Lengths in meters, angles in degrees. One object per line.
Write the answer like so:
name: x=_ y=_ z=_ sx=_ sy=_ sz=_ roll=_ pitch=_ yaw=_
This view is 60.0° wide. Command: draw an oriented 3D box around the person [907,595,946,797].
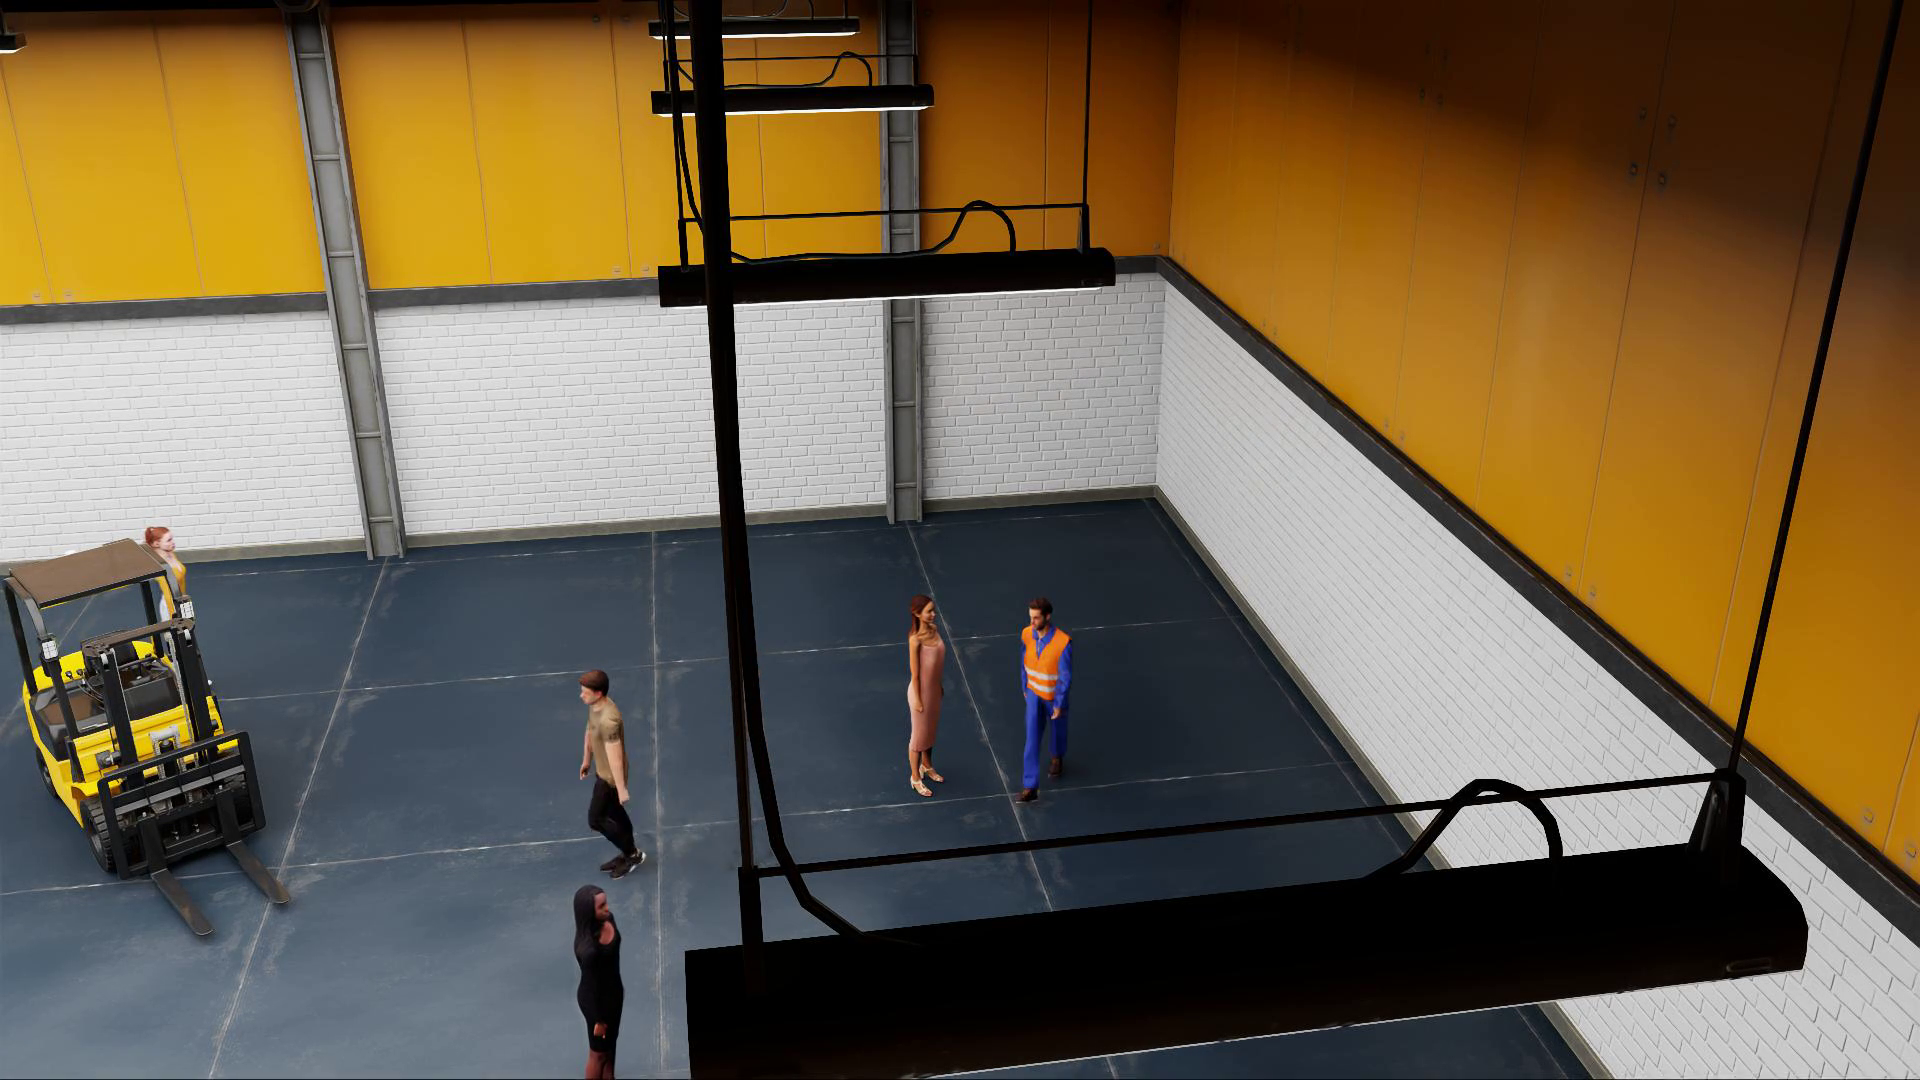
person: x=-0.307 y=1.304 z=14.195 sx=0.686 sy=1.832 sz=0.655 roll=11 pitch=26 yaw=24

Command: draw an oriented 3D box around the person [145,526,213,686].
person: x=-7.425 y=0.676 z=15.736 sx=0.522 sy=1.749 sz=0.583 roll=-5 pitch=24 yaw=-11

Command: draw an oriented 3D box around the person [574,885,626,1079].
person: x=-2.286 y=2.929 z=10.616 sx=0.594 sy=1.722 sz=0.651 roll=2 pitch=24 yaw=5

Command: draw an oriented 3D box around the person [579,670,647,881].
person: x=-2.641 y=1.816 z=13.020 sx=0.701 sy=1.836 sz=0.718 roll=-7 pitch=25 yaw=-16

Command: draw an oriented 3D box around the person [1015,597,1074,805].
person: x=0.788 y=1.311 z=14.222 sx=1.250 sy=1.798 sz=1.172 roll=10 pitch=25 yaw=21
